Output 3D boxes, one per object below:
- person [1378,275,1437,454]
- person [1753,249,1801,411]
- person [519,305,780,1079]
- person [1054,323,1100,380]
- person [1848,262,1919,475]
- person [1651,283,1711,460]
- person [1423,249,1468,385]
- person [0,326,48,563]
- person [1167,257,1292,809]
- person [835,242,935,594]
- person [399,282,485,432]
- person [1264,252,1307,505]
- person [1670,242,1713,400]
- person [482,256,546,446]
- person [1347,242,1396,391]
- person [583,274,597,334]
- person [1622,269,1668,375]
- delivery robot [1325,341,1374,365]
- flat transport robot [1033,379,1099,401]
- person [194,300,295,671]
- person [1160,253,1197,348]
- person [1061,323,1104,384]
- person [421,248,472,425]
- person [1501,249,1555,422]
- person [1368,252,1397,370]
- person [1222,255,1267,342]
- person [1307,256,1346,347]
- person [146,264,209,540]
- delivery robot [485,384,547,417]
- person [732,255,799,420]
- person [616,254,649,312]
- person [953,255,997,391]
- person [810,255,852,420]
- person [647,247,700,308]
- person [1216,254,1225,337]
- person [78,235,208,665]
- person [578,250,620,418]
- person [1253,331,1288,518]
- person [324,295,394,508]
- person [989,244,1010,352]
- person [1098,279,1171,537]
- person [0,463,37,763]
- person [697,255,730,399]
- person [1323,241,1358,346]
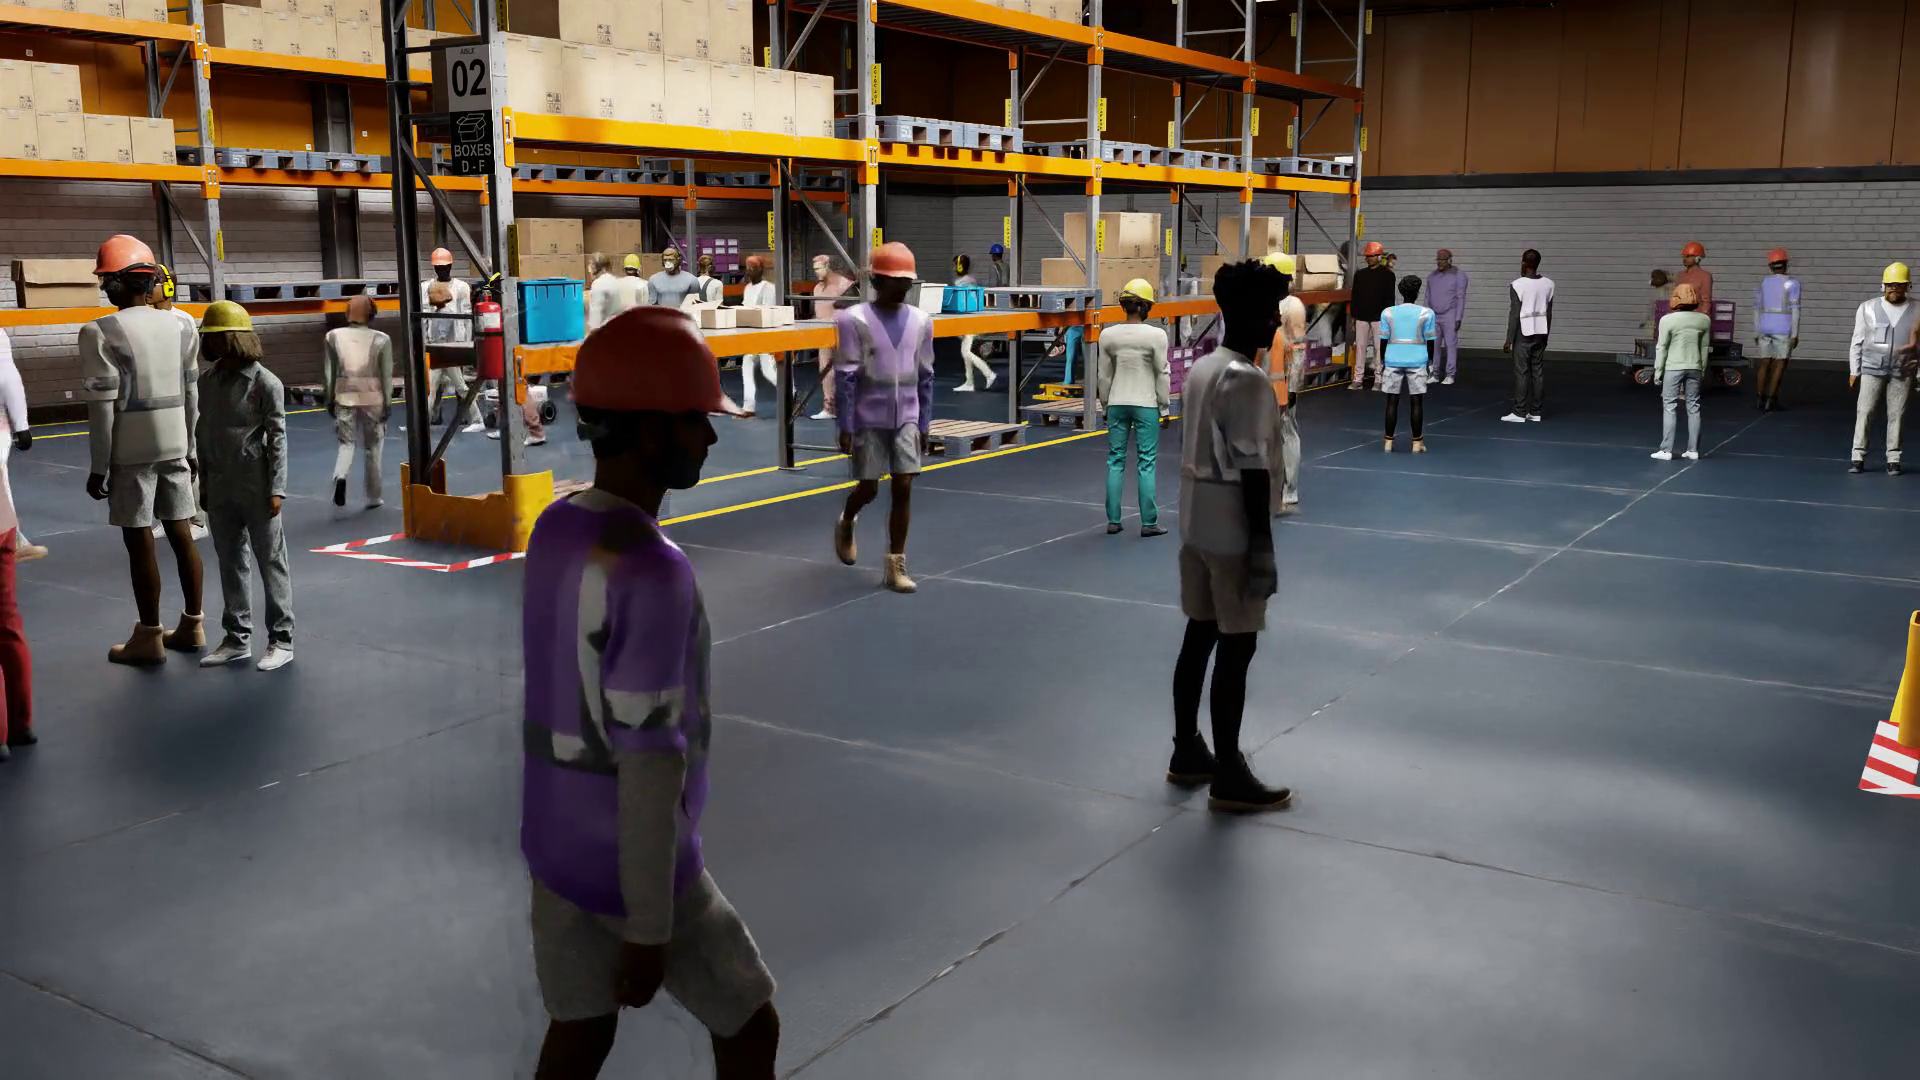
[{"bbox_3d":[4.243,-1.666,15.808,0.540,1.697,0.317,4,11,23],"label":"person"},{"bbox_3d":[9.677,-2.467,19.750,0.368,1.913,0.580,-7,12,-33],"label":"person"},{"bbox_3d":[-0.491,0.537,3.045,0.842,1.907,0.548,-8,13,-36],"label":"person"},{"bbox_3d":[1.534,-2.783,21.415,0.597,1.912,0.468,6,12,31],"label":"person"},{"bbox_3d":[8.012,-1.471,14.358,0.598,1.830,0.403,5,11,25],"label":"person"},{"bbox_3d":[6.665,-1.549,15.373,0.498,1.626,0.289,-1,10,-6],"label":"person"},{"bbox_3d":[6.779,-3.128,23.377,0.405,1.897,0.644,-9,14,-41],"label":"person"},{"bbox_3d":[-6.048,-0.689,10.127,0.641,1.803,0.887,4,11,19],"label":"person"},{"bbox_3d":[0.976,-0.027,5.991,0.366,1.963,0.611,-3,11,-14],"label":"person"},{"bbox_3d":[-0.473,-0.722,9.726,0.618,2.018,0.750,-5,11,-25],"label":"person"},{"bbox_3d":[-5.418,-1.896,17.390,0.859,1.587,0.501,-7,12,-34],"label":"person"},{"bbox_3d":[2.433,-1.223,12.719,0.384,1.928,0.589,-2,10,-11],"label":"person"},{"bbox_3d":[9.260,-2.772,21.142,0.417,1.994,0.632,-3,11,-18],"label":"person"},{"bbox_3d":[-4.460,-1.856,16.423,0.893,1.861,0.667,4,11,20],"label":"person"},{"bbox_3d":[5.533,-3.000,22.380,0.609,1.995,0.378,7,12,33],"label":"person"},{"bbox_3d":[-4.596,-2.603,21.175,0.522,1.636,0.310,0,10,2],"label":"person"},{"bbox_3d":[10.412,-3.230,24.777,0.863,1.592,0.512,3,11,14],"label":"person"},{"bbox_3d":[5.901,-2.829,25.166,0.707,0.478,0.477,-1,10,-8],"label":"delivery robot"},{"bbox_3d":[1.618,-1.893,21.026,0.652,0.197,1.431,9,14,41],"label":"flat transport robot"},{"bbox_3d":[-3.398,-0.251,7.847,0.484,1.744,0.294,3,11,17],"label":"person"},{"bbox_3d":[3.345,-3.461,25.370,0.600,1.836,0.404,4,11,20],"label":"person"},{"bbox_3d":[1.527,-2.624,20.719,0.564,1.842,0.392,1,10,4],"label":"person"},{"bbox_3d":[-5.618,-2.218,18.207,0.552,1.934,0.373,-3,11,-15],"label":"person"},{"bbox_3d":[6.335,-2.268,18.535,0.589,1.920,0.392,-5,11,-24],"label":"person"},{"bbox_3d":[6.520,-3.572,26.016,0.562,1.834,0.524,-3,11,-15],"label":"person"},{"bbox_3d":[2.502,-1.539,14.572,0.438,1.896,0.703,8,13,38],"label":"person"},{"bbox_3d":[5.756,-3.515,25.820,0.682,1.781,0.969,-9,14,-42],"label":"person"},{"bbox_3d":[-5.327,-0.916,11.182,0.513,1.872,0.328,5,12,28],"label":"person"},{"bbox_3d":[-4.821,-1.549,18.073,0.477,0.478,0.707,5,11,26],"label":"delivery robot"},{"bbox_3d":[-2.210,-2.293,18.857,0.779,1.864,0.587,-9,13,-40],"label":"person"},{"bbox_3d":[-4.299,-2.858,22.034,0.590,1.837,0.404,3,11,18],"label":"person"},{"bbox_3d":[0.200,-2.870,22.112,0.647,1.836,0.536,5,11,26],"label":"person"},{"bbox_3d":[-1.337,-2.302,18.914,0.705,1.864,0.823,9,14,42],"label":"person"},{"bbox_3d":[-3.386,-2.489,19.706,0.634,1.938,0.355,0,10,2],"label":"person"},{"bbox_3d":[4.124,-3.590,26.092,0.429,1.838,0.622,0,10,1],"label":"person"},{"bbox_3d":[-3.917,-0.424,7.971,0.370,2.044,0.608,5,11,24],"label":"person"},{"bbox_3d":[-3.910,-2.293,18.706,0.806,1.914,0.633,0,10,-1],"label":"person"},{"bbox_3d":[2.215,-0.954,11.953,0.321,1.670,0.750,7,12,34],"label":"person"},{"bbox_3d":[-4.484,-1.014,12.402,0.524,1.620,0.535,-1,10,-4],"label":"person"},{"bbox_3d":[0.698,-4.393,30.228,0.406,1.946,0.608,6,12,32],"label":"person"},{"bbox_3d":[1.200,-0.900,11.406,0.524,1.759,0.328,6,12,28],"label":"person"},{"bbox_3d":[-3.842,-0.007,6.433,0.331,1.769,0.530,-2,10,-10],"label":"person"},{"bbox_3d":[-3.141,-2.624,20.730,0.505,1.840,0.346,3,11,17],"label":"person"},{"bbox_3d":[6.175,-3.808,26.728,0.688,2.000,0.536,-9,14,-42],"label":"person"}]
